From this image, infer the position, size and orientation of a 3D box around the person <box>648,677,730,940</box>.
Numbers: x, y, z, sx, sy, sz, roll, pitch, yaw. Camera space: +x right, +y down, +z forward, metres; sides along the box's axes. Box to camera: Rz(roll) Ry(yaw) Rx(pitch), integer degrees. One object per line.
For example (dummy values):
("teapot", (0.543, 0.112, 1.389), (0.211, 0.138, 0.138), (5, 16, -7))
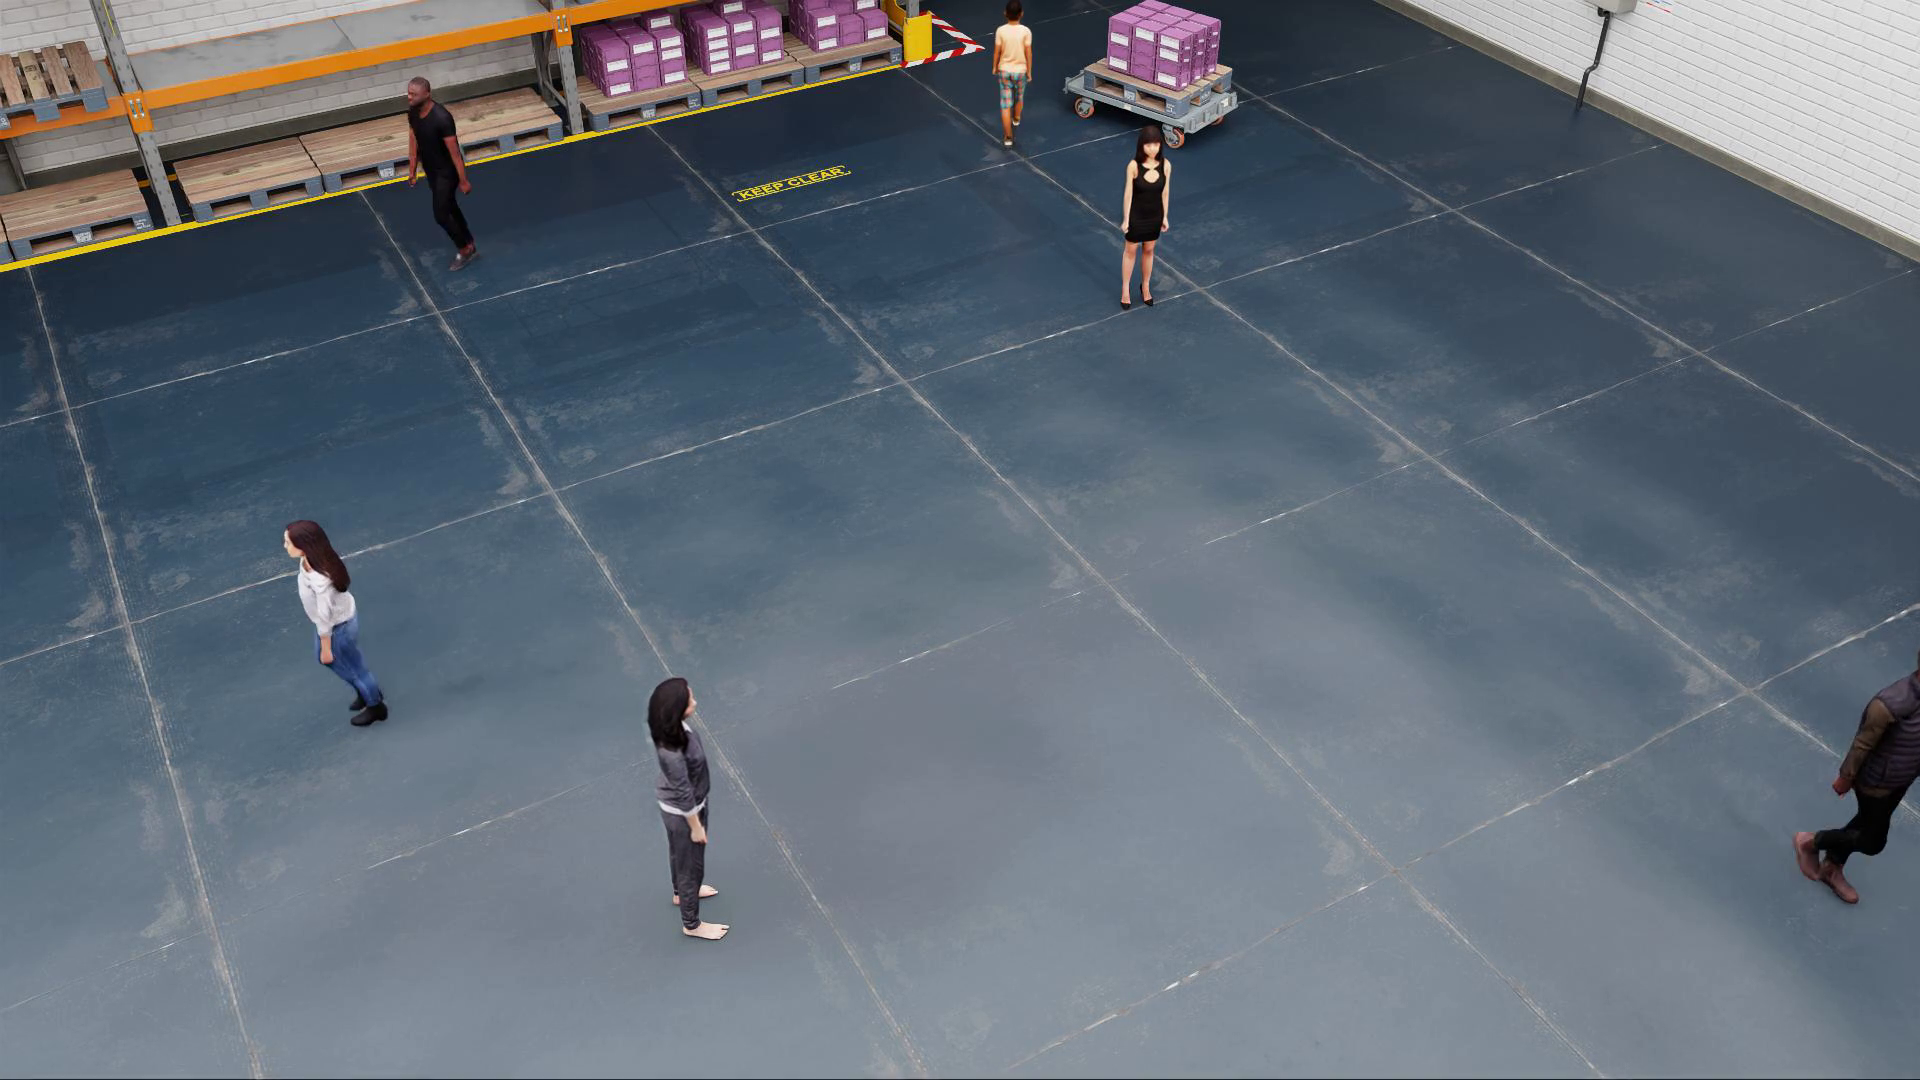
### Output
("person", (-1.473, 1.406, 8.835), (0.581, 1.763, 0.642), (-11, 40, -14))

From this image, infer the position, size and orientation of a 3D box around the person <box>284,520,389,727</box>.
("person", (-3.689, 0.499, 10.083), (0.601, 1.622, 0.659), (-13, 40, -16))

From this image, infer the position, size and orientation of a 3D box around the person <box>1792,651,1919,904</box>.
("person", (4.953, 1.219, 9.021), (0.652, 1.823, 0.769), (-17, 42, -20))

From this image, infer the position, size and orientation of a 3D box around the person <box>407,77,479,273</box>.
("person", (-4.477, -3.262, 14.650), (0.780, 1.800, 0.771), (31, 48, 33))

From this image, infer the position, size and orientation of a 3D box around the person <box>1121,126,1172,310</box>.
("person", (1.564, -2.745, 14.123), (0.539, 1.650, 0.682), (-5, 39, -7))

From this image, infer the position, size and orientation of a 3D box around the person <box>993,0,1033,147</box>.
("person", (0.523, -4.668, 16.711), (0.972, 1.425, 0.918), (0, 39, 0))
